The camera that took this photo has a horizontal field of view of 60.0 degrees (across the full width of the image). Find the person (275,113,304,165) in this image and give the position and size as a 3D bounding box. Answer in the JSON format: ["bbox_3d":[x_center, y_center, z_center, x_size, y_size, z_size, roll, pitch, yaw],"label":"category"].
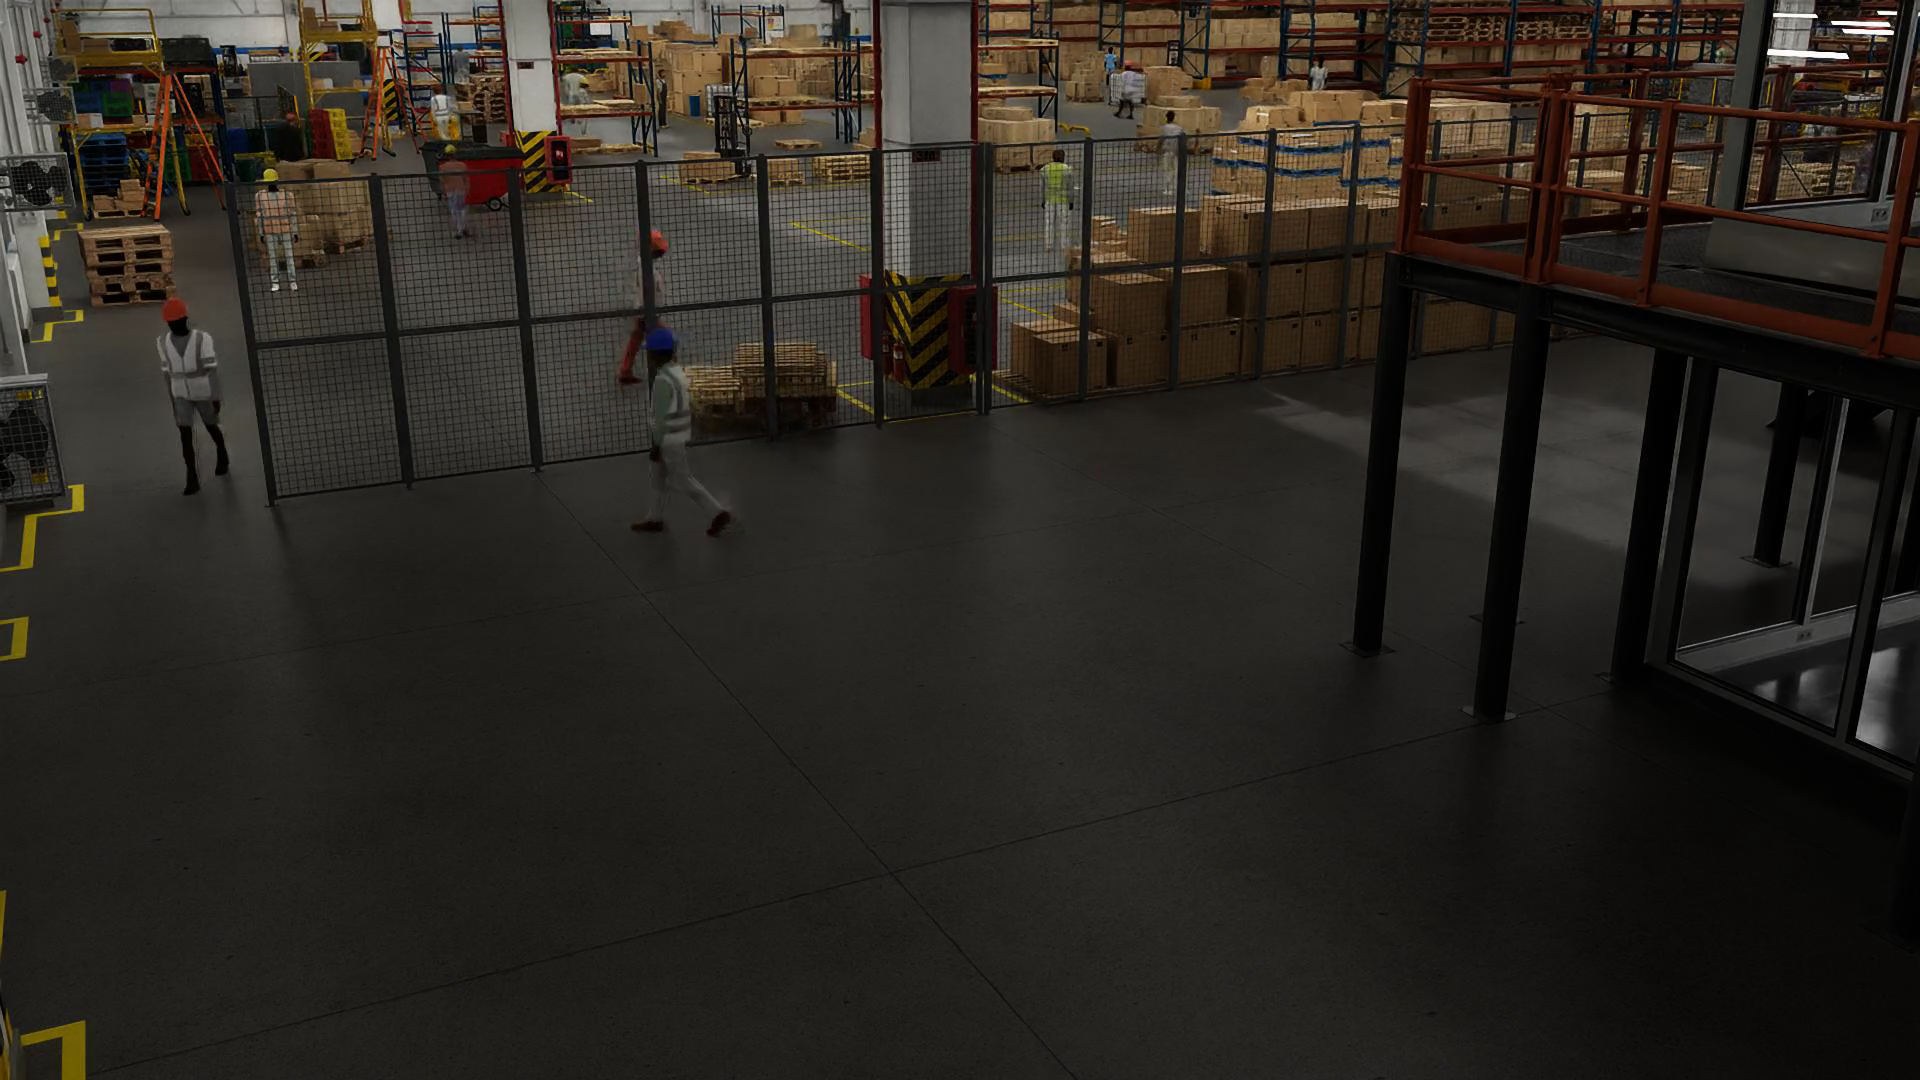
[{"bbox_3d":[-14.417,-8.192,35.837,0.387,1.946,0.716,15,24,37],"label":"person"}]

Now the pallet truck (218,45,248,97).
[{"bbox_3d":[-28.879,-18.665,66.111,0.823,1.965,1.885,-3,19,-9],"label":"pallet truck"}]

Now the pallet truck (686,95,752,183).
[{"bbox_3d":[-5.836,-9.608,39.856,0.823,1.965,1.885,10,22,27],"label":"pallet truck"}]

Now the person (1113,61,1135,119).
[{"bbox_3d":[5.593,-15.245,56.345,0.566,1.894,0.929,-13,23,-33],"label":"person"}]

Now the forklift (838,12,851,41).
[{"bbox_3d":[-5.549,-24.015,80.286,1.873,2.768,1.129,-9,21,-25],"label":"forklift"}]

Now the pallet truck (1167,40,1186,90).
[{"bbox_3d":[9.045,-19.971,69.895,0.823,1.965,1.885,-3,19,-8],"label":"pallet truck"}]

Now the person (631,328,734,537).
[{"bbox_3d":[-2.514,-0.946,14.874,0.920,1.917,0.600,0,19,-1],"label":"person"}]

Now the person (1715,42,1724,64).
[{"bbox_3d":[32.947,-20.700,72.281,0.460,1.821,0.627,0,19,1],"label":"person"}]

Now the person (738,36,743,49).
[{"bbox_3d":[-10.214,-22.531,77.519,1.008,1.867,0.599,-17,25,-41],"label":"person"}]

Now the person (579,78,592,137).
[{"bbox_3d":[-11.310,-13.041,50.199,0.313,1.739,0.485,1,19,2],"label":"person"}]

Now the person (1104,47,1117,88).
[{"bbox_3d":[6.352,-19.967,70.338,0.536,1.695,0.322,-1,19,-2],"label":"person"}]

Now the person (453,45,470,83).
[{"bbox_3d":[-20.312,-19.217,67.863,0.646,1.887,1.040,-3,19,-8],"label":"person"}]

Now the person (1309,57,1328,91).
[{"bbox_3d":[12.605,-15.976,58.422,0.592,1.924,0.747,-1,19,-2],"label":"person"}]

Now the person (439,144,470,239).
[{"bbox_3d":[-9.579,-6.592,31.468,0.546,1.751,0.450,-13,23,-34],"label":"person"}]

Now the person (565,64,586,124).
[{"bbox_3d":[-12.509,-14.508,54.175,0.641,1.919,0.568,-1,19,-4],"label":"person"}]

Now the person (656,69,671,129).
[{"bbox_3d":[-9.457,-14.038,52.926,0.345,1.846,0.506,5,20,13],"label":"person"}]

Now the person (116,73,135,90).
[{"bbox_3d":[-29.447,-16.095,58.752,0.373,1.934,0.552,13,23,33],"label":"person"}]

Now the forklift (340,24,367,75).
[{"bbox_3d":[-23.493,-18.591,64.562,1.129,2.768,1.873,13,23,34],"label":"forklift"}]

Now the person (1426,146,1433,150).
[{"bbox_3d":[8.201,-6.027,29.592,0.770,1.913,0.662,12,22,31],"label":"person"}]

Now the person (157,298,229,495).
[{"bbox_3d":[-7.560,-1.474,16.431,0.555,1.905,0.944,-2,19,-7],"label":"person"}]

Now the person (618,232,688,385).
[{"bbox_3d":[-3.752,-2.807,20.264,1.007,1.924,0.733,-5,20,-14],"label":"person"}]

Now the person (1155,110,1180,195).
[{"bbox_3d":[4.675,-8.790,37.723,0.514,1.848,0.712,-7,20,-19],"label":"person"}]

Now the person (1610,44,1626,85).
[{"bbox_3d":[27.418,-19.653,69.192,0.989,1.858,0.662,-13,23,-34],"label":"person"}]

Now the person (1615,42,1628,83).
[{"bbox_3d":[29.202,-21.214,73.433,0.611,2.040,0.393,-3,19,-9],"label":"person"}]

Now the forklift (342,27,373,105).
[{"bbox_3d":[-22.257,-17.351,60.966,1.873,2.768,1.129,-9,21,-25],"label":"forklift"}]

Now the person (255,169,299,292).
[{"bbox_3d":[-10.776,-4.890,26.283,0.593,1.926,0.366,-6,20,-17],"label":"person"}]

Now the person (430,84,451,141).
[{"bbox_3d":[-14.310,-11.656,45.992,0.597,1.869,0.485,-17,25,-41],"label":"person"}]

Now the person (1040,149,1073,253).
[{"bbox_3d":[1.753,-6.103,29.935,0.624,1.841,0.430,6,20,18],"label":"person"}]
